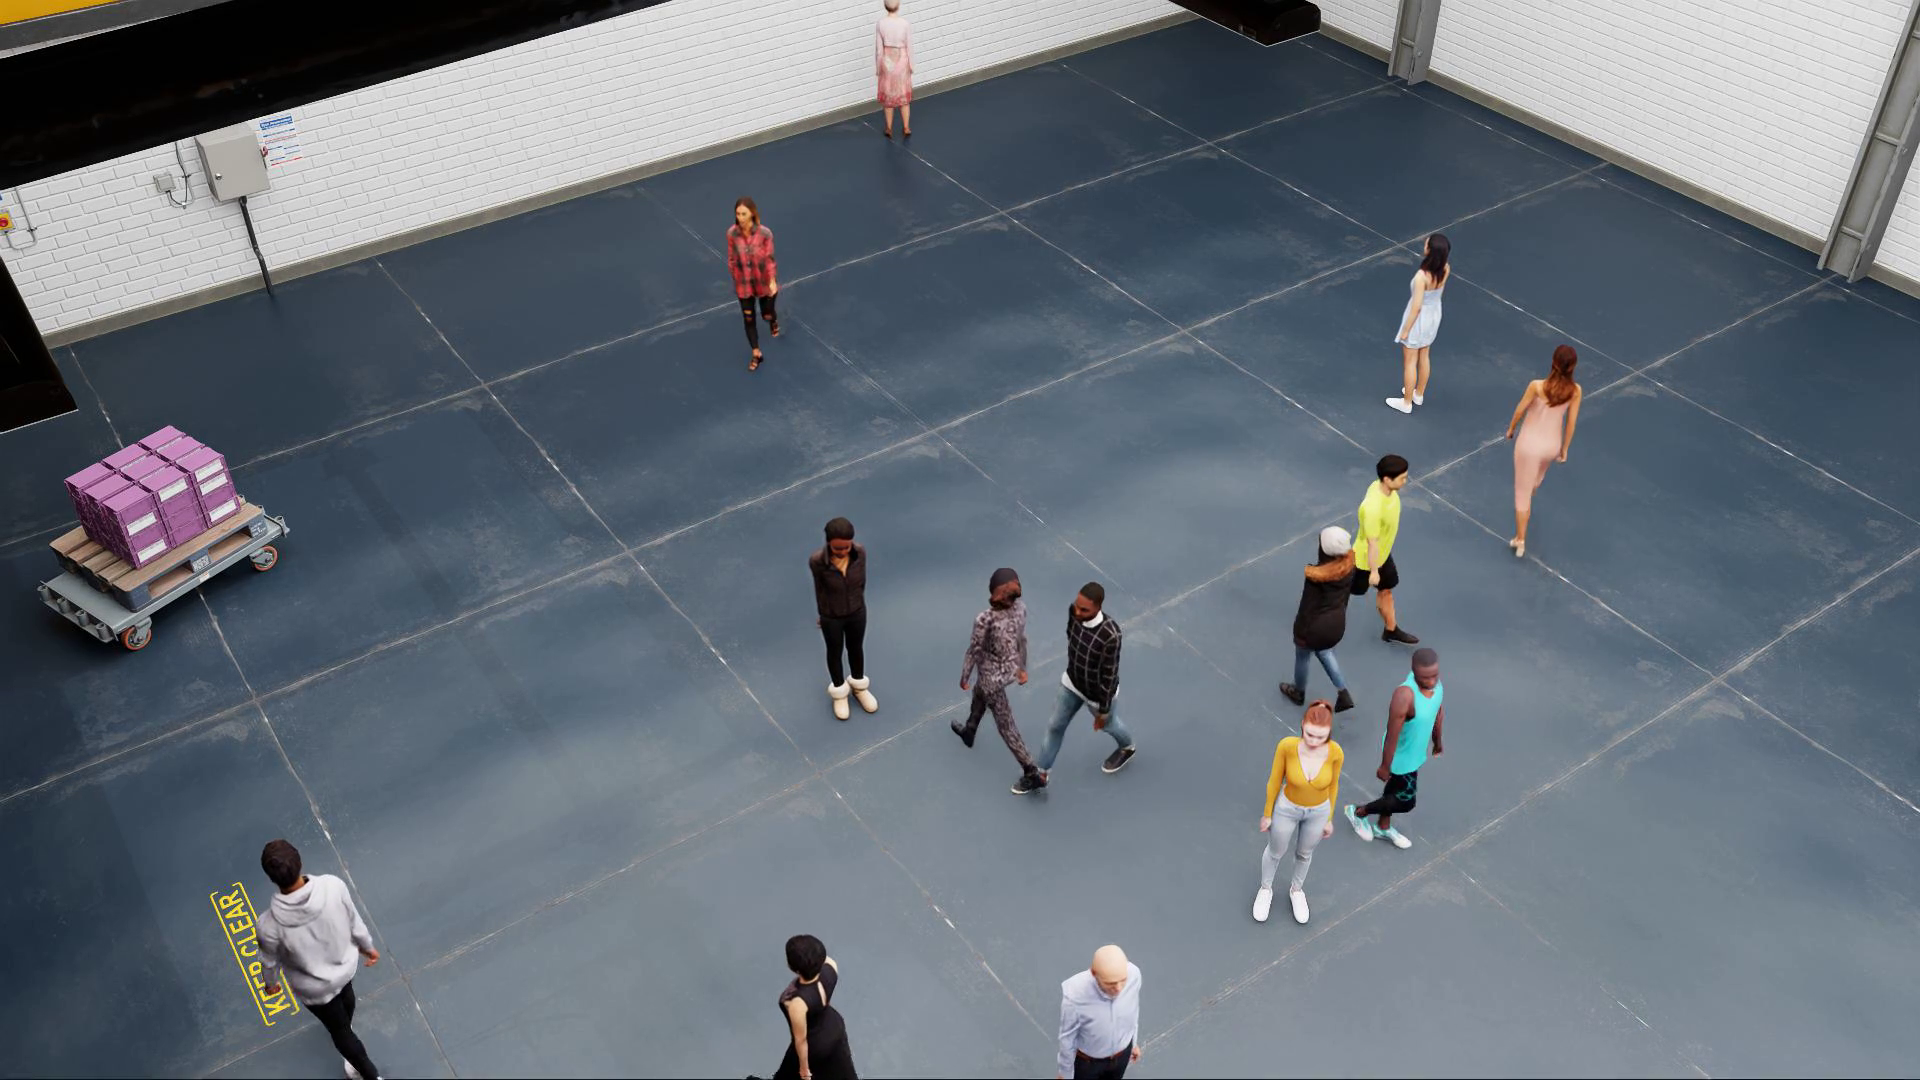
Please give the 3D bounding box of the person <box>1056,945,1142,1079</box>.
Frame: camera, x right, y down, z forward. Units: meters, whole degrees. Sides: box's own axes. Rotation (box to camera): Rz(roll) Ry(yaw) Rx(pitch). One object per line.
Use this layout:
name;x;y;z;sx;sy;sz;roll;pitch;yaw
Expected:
person;0.735;2.714;8.798;0.676;1.789;0.596;-17;42;-20

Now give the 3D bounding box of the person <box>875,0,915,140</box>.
person;-0.750;-5.433;19.077;0.704;1.692;0.735;-2;39;-2

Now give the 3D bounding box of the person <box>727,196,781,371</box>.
person;-1.860;-2.396;15.277;0.895;1.690;0.956;6;39;8

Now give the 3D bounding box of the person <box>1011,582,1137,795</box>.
person;0.953;0.946;11.033;0.775;1.764;1.136;-25;45;-28

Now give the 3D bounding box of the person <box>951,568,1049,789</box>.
person;0.307;0.972;11.080;0.692;1.665;1.181;-30;48;-32

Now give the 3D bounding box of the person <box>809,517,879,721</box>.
person;-0.833;0.492;11.683;0.659;1.661;0.604;-23;44;-26

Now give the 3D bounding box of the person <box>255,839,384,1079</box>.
person;-3.432;2.400;9.104;1.071;1.897;0.884;27;46;30

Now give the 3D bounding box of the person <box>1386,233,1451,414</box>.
person;4.065;-1.916;14.642;0.603;1.730;0.547;-28;46;-31

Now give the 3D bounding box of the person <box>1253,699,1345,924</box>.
person;2.074;1.657;10.154;0.690;1.750;0.734;3;39;3

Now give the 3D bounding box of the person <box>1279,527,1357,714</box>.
person;2.557;0.607;11.570;0.617;1.622;0.823;-24;45;-27

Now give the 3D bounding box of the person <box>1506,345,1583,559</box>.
person;4.533;-0.658;13.017;0.990;1.793;1.113;2;39;2

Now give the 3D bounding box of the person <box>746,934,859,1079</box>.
person;-0.702;2.734;8.958;1.108;1.558;0.889;19;42;22

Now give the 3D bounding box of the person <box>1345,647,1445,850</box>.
person;2.737;1.295;10.570;0.799;1.796;0.758;23;44;26
